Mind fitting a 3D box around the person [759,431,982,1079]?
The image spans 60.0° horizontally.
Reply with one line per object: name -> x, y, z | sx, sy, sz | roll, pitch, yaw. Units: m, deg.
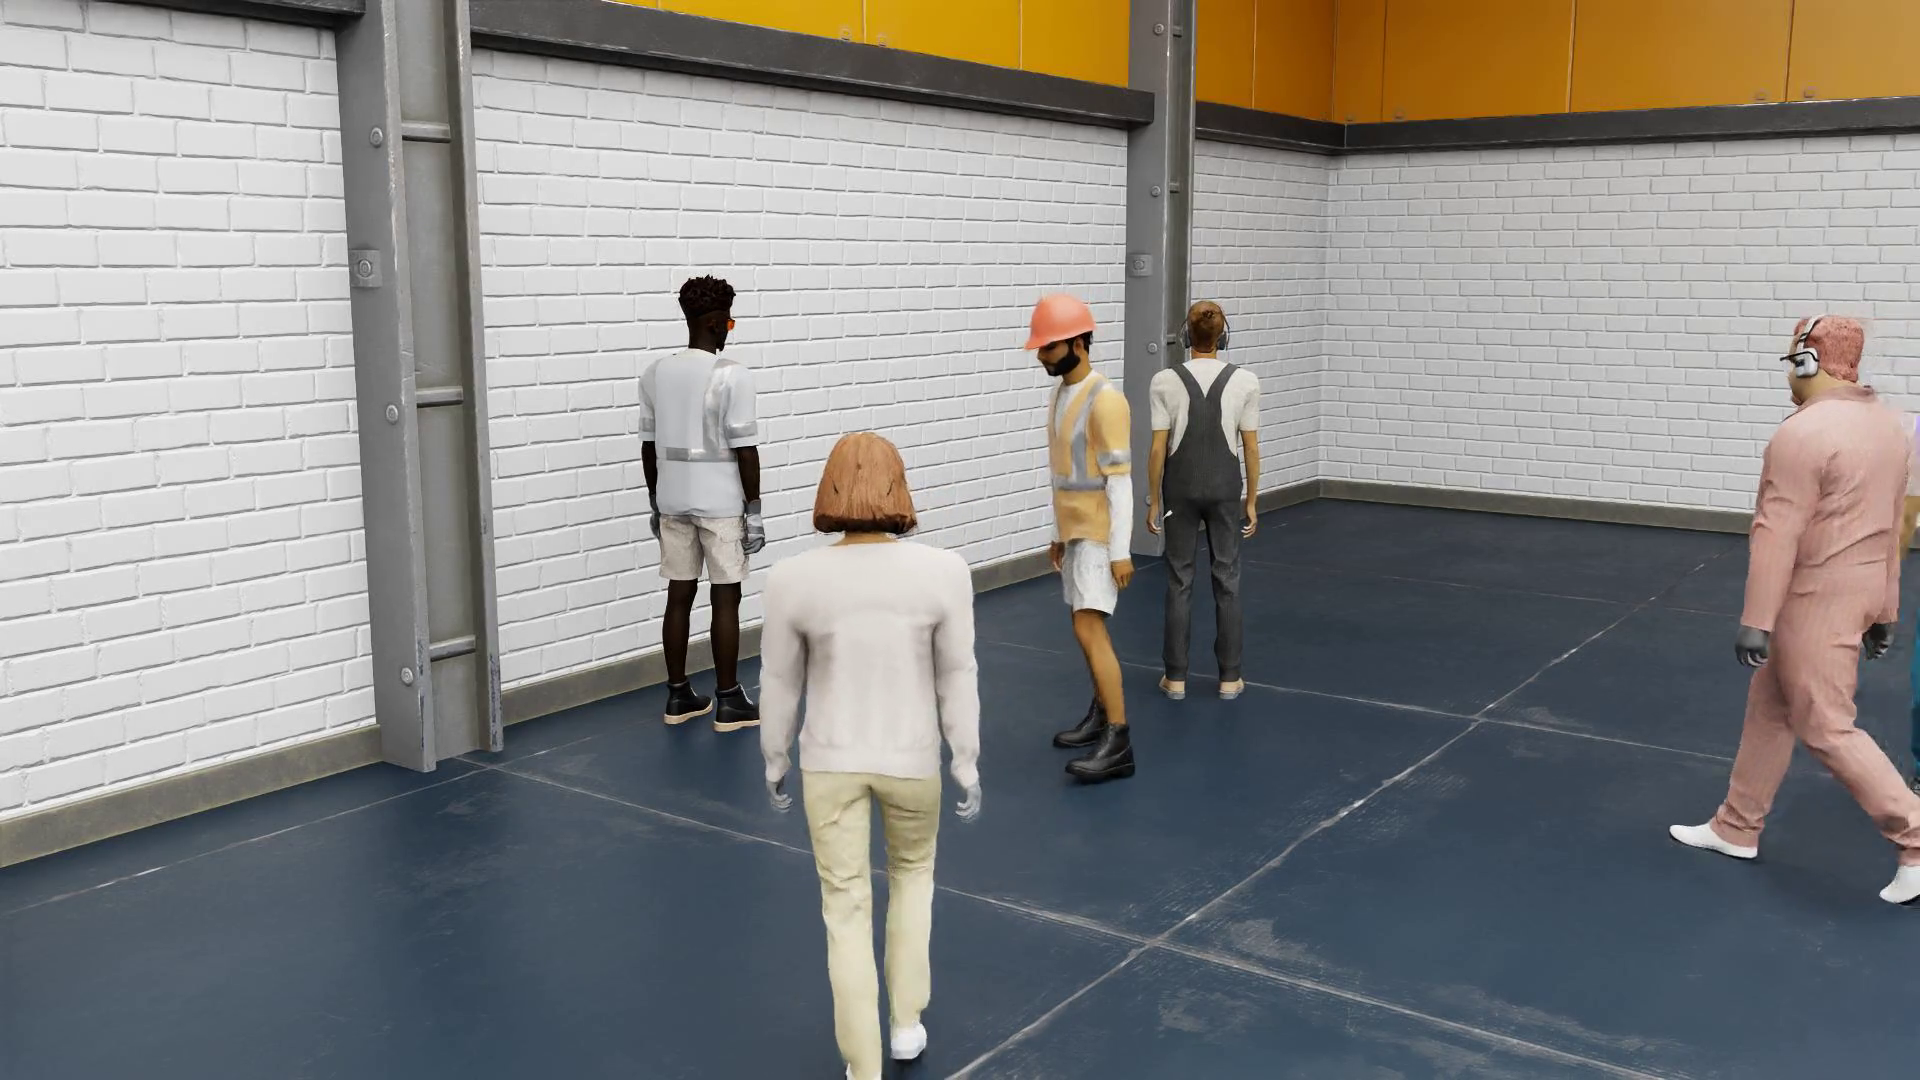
person -> -0.222, 0.538, 4.062 | 0.531, 1.612, 0.520 | -1, 10, -5

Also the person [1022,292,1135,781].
person -> 0.486, -0.030, 6.643 | 0.497, 1.906, 0.616 | -3, 10, -17

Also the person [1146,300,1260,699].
person -> 1.118, -0.178, 7.678 | 0.508, 1.844, 0.332 | 1, 10, 5

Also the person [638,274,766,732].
person -> -1.102, -0.159, 7.203 | 0.612, 1.963, 0.363 | 5, 11, 30

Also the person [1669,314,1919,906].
person -> 2.799, 0.210, 5.328 | 0.652, 1.861, 0.900 | -8, 13, -40

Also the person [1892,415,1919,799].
person -> 3.475, 0.178, 5.669 | 0.600, 1.809, 0.812 | 6, 11, 32
